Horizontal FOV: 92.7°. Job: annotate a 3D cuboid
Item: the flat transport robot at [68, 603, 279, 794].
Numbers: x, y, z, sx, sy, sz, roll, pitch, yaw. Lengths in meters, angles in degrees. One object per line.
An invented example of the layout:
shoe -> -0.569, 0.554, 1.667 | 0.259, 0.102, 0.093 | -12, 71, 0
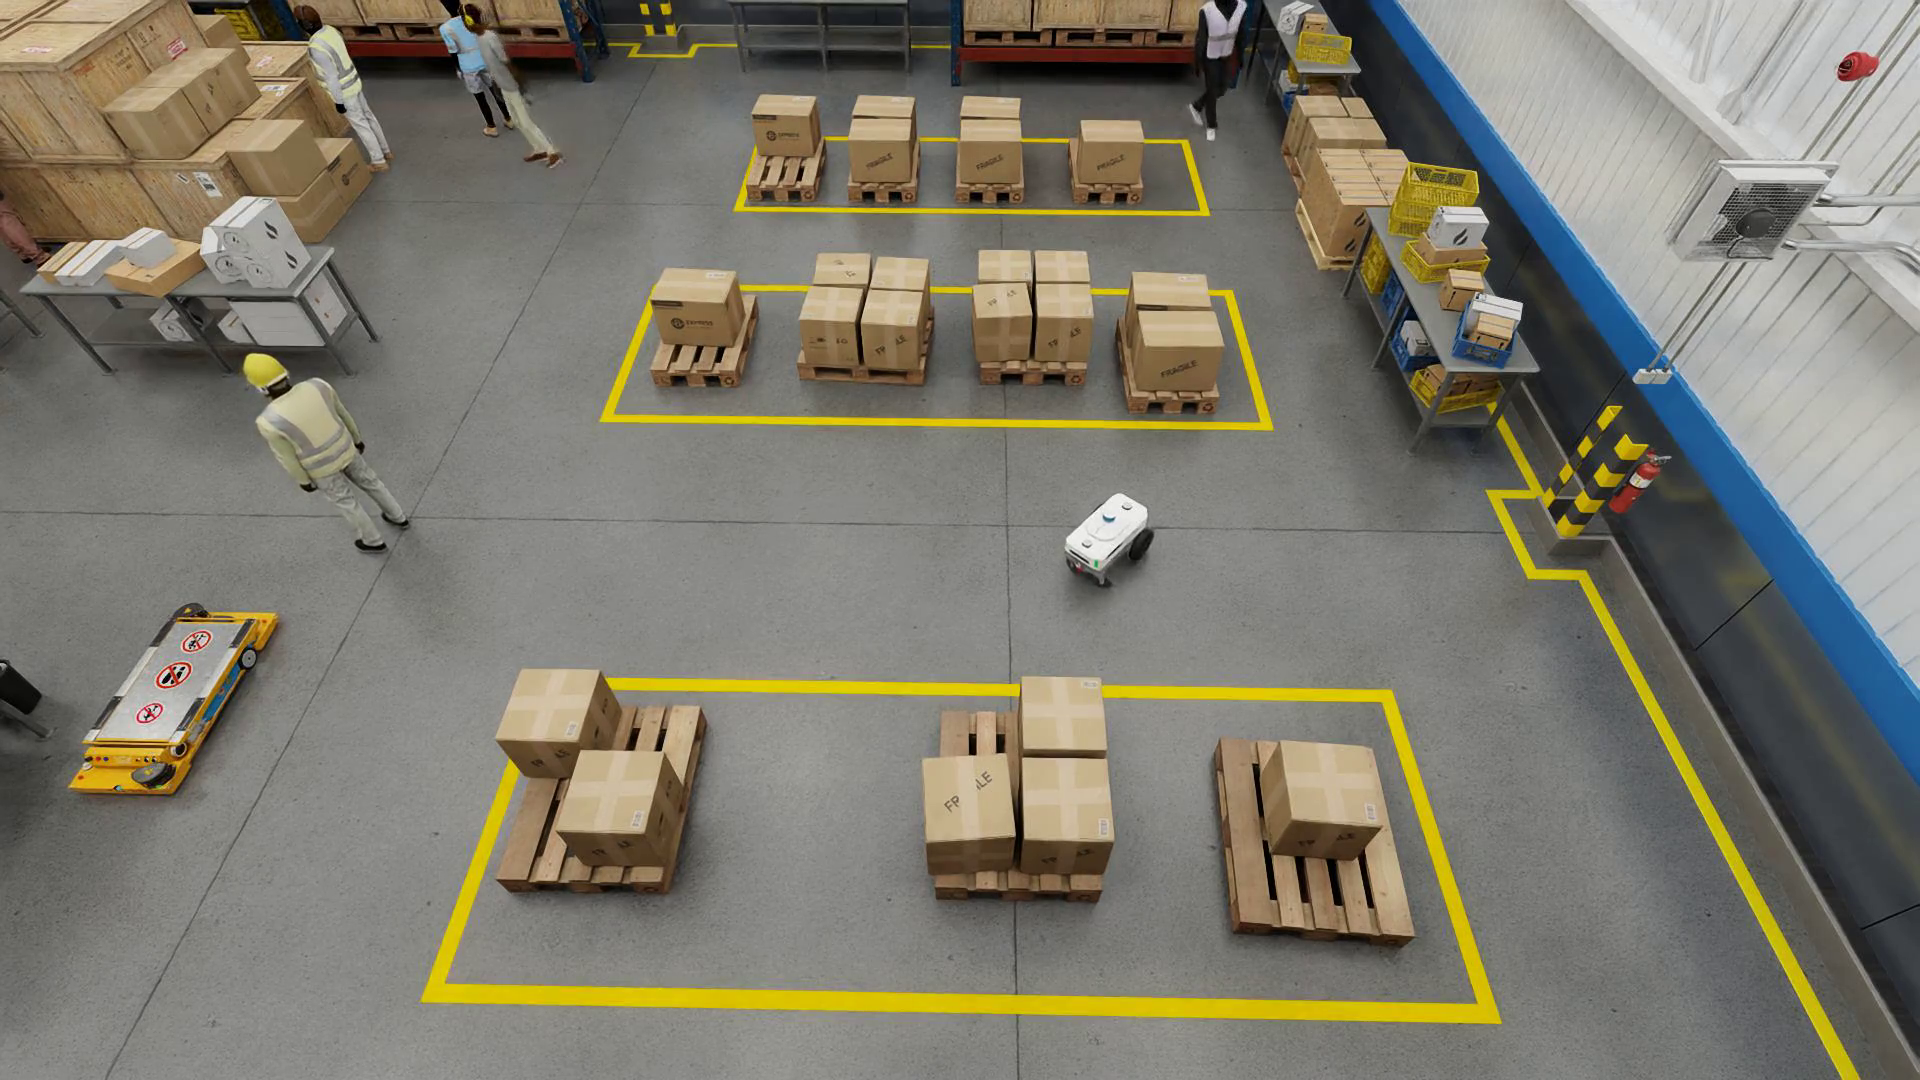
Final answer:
flat transport robot -> -5.504, 1.072, 6.442 | 0.652, 0.197, 1.431 | 1, 50, 1

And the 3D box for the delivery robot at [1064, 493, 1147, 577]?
delivery robot -> 1.138, -0.050, 7.147 | 0.477, 0.478, 0.707 | 35, 58, 26

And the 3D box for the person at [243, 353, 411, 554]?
person -> -4.749, -0.638, 6.880 | 0.403, 1.826, 0.596 | 15, 51, 13

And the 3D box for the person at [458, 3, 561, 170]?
person -> -5.325, -5.342, 10.857 | 0.458, 1.829, 0.616 | -37, 59, -27

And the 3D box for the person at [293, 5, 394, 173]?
person -> -7.274, -5.307, 10.818 | 0.429, 1.843, 0.628 | -7, 50, -6

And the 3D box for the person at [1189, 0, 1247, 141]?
person -> 3.200, -6.018, 11.402 | 0.668, 1.875, 0.637 | -16, 52, -13

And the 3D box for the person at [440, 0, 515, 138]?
person -> -6.050, -5.922, 11.432 | 0.318, 1.697, 0.535 | 31, 56, 23

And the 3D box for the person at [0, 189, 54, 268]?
person -> -10.130, -3.716, 9.434 | 0.636, 1.903, 0.404 | 23, 54, 18
